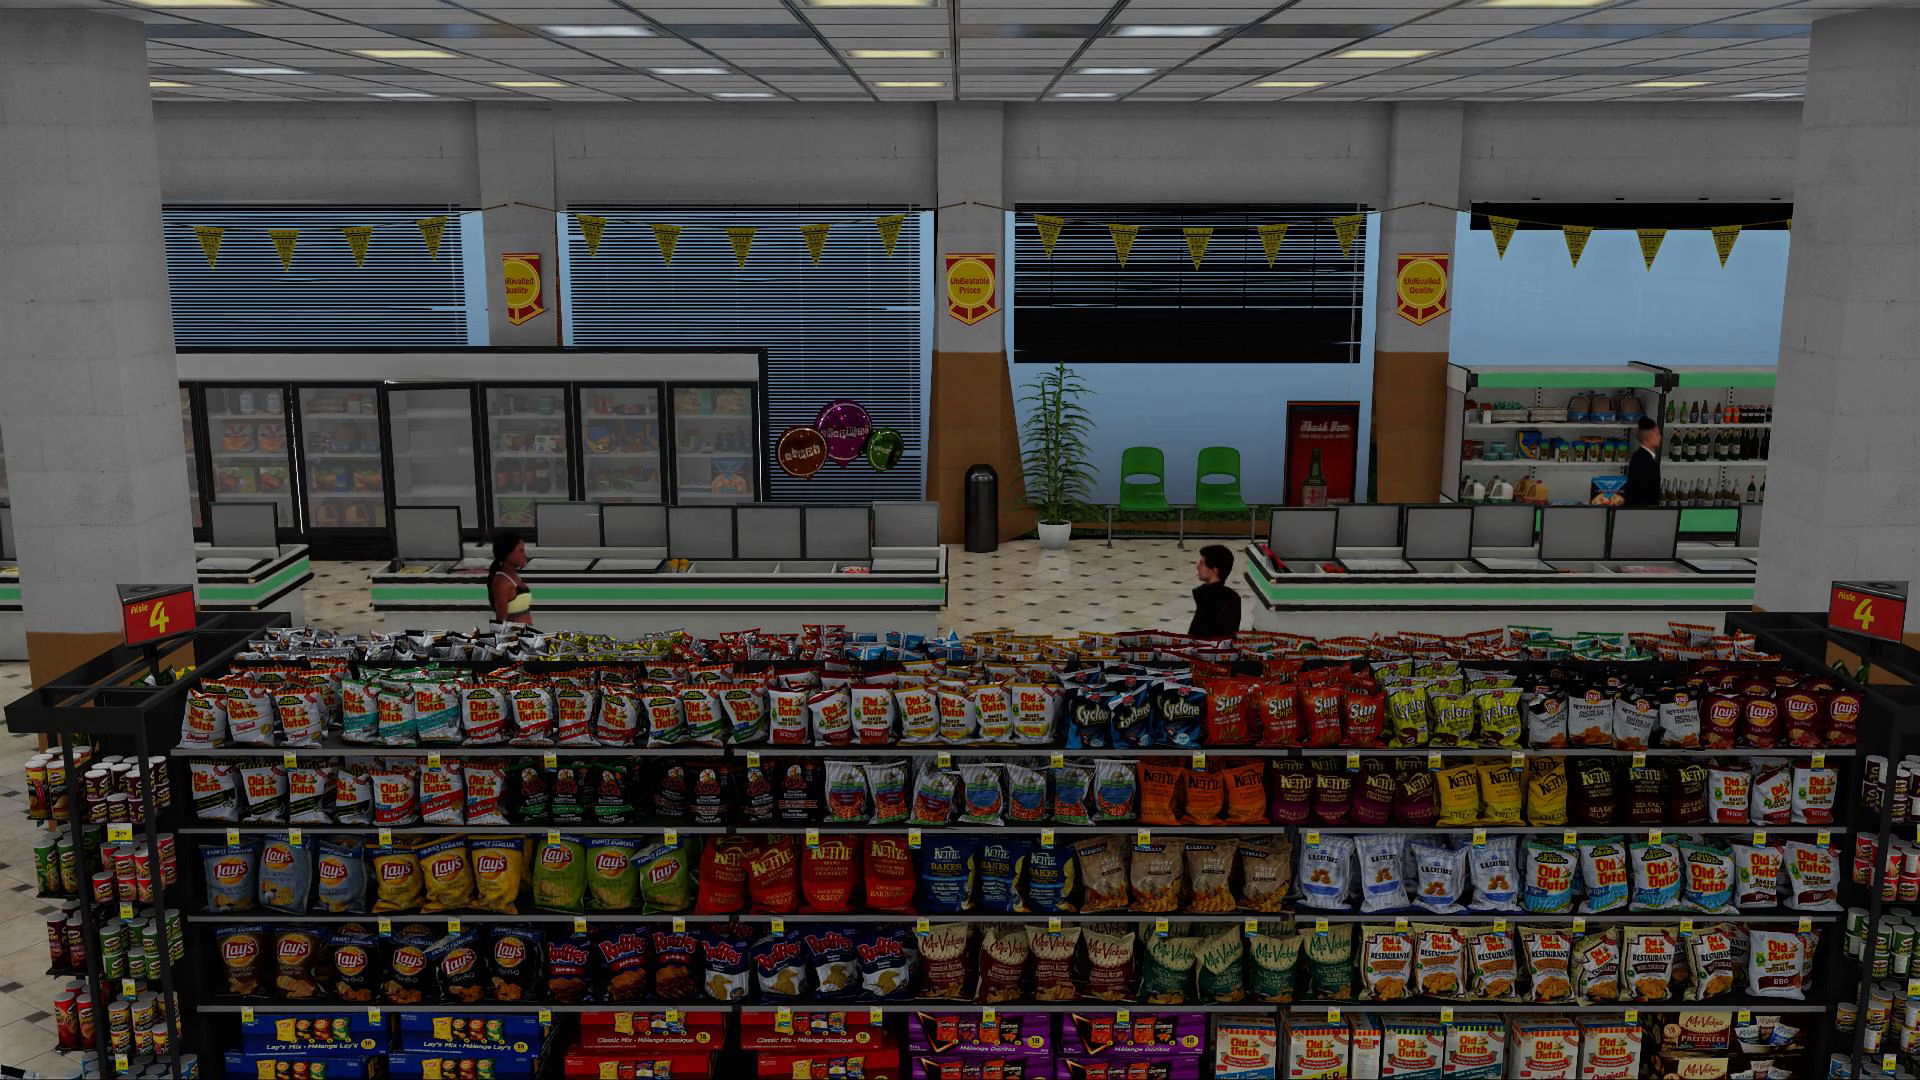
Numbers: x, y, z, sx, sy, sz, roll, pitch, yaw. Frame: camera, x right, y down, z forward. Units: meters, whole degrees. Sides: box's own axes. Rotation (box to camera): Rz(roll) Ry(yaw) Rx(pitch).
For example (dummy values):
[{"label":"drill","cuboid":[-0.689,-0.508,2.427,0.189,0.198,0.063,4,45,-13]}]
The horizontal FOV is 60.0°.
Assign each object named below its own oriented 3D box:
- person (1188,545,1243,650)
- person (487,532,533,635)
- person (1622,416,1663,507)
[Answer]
[{"label":"person","cuboid":[1.687,0.953,10.665,1.178,1.809,0.951,4,13,18]},{"label":"person","cuboid":[-3.194,0.820,11.523,1.123,1.717,0.609,-1,12,-3]},{"label":"person","cuboid":[6.500,-0.242,16.000,0.754,1.950,0.809,3,12,16]}]
